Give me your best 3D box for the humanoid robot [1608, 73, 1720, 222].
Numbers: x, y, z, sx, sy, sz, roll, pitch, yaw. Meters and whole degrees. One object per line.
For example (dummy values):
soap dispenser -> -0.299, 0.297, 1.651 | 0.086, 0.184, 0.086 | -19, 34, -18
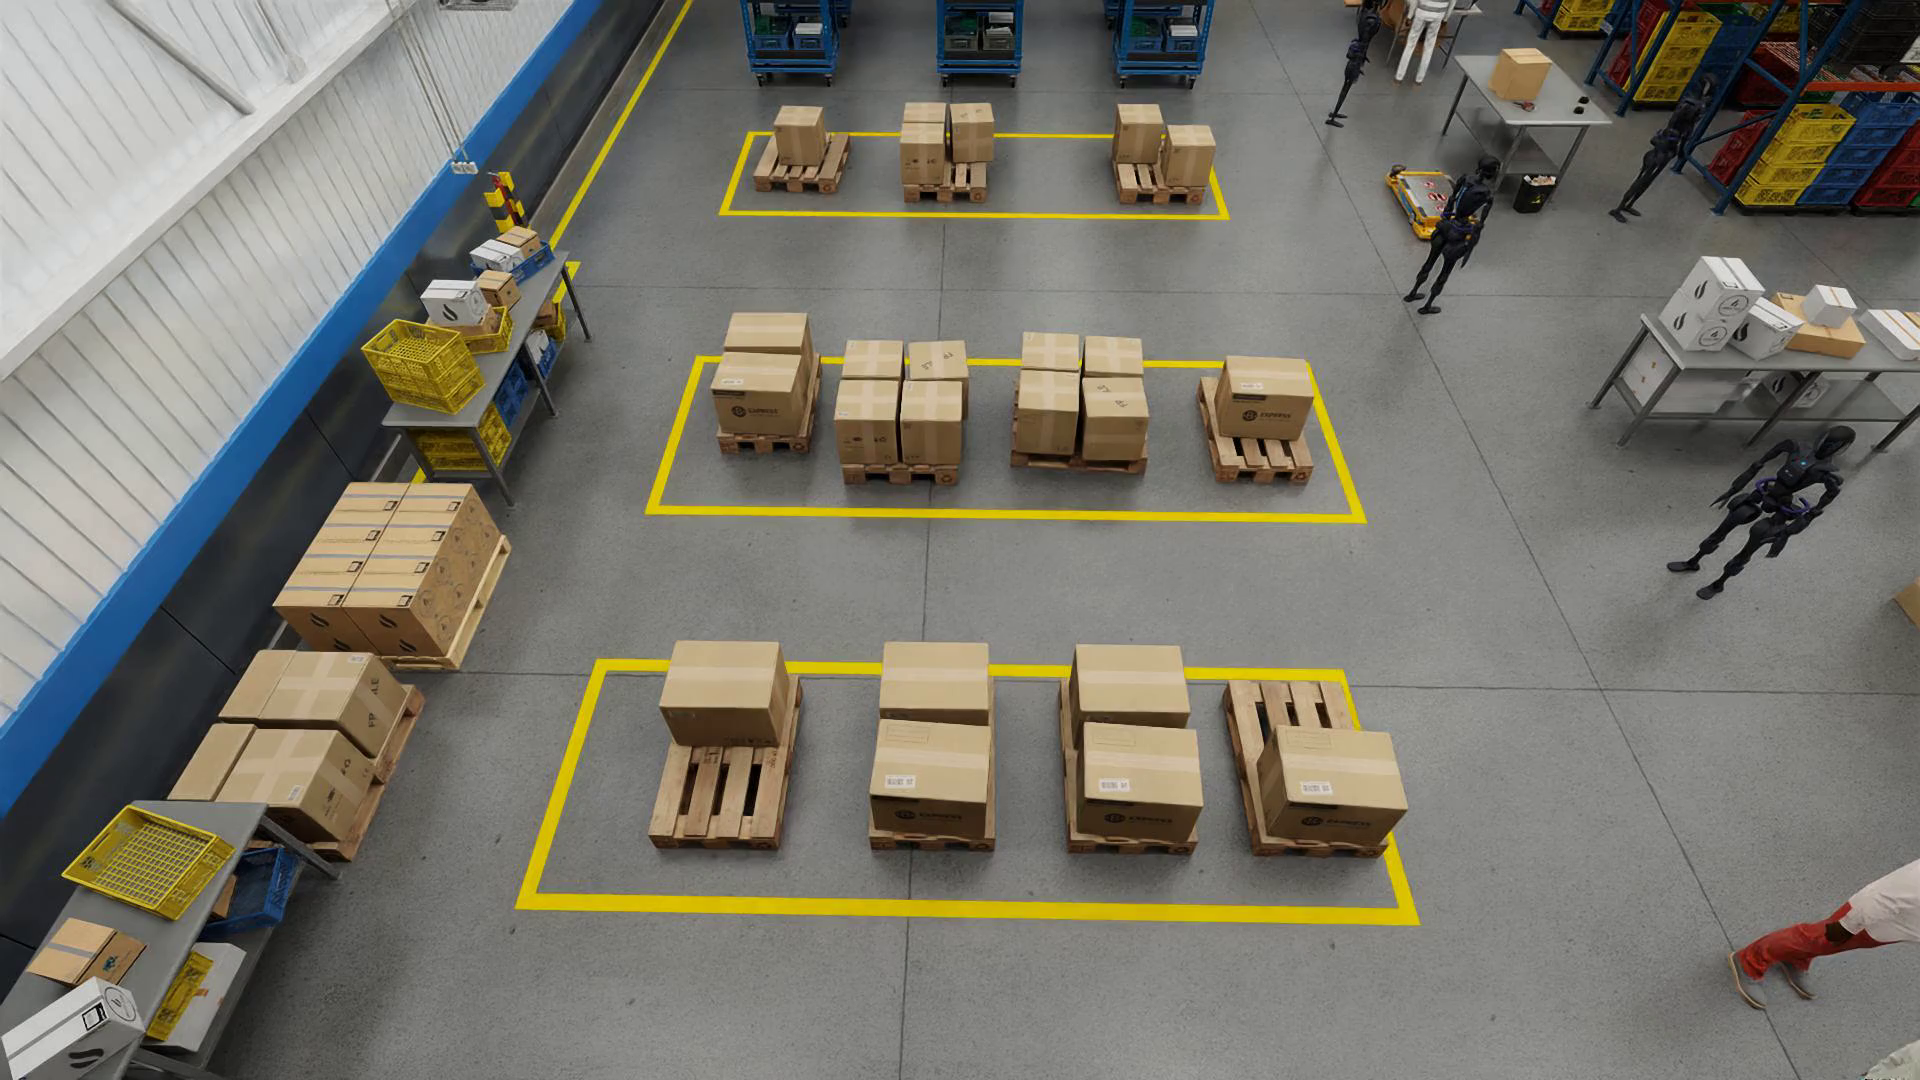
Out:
humanoid robot -> 8.071, -4.469, 10.461 | 0.612, 1.657, 0.317 | -22, 53, -18

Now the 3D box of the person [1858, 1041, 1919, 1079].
person -> 4.376, 2.669, 4.273 | 0.703, 1.695, 0.536 | 3, 49, 3

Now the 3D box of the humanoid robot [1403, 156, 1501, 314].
humanoid robot -> 5.001, -3.084, 9.270 | 0.326, 1.652, 0.555 | -13, 50, -11

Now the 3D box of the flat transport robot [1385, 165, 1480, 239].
flat transport robot -> 5.692, -4.094, 11.059 | 0.652, 0.197, 1.431 | 1, 49, 1

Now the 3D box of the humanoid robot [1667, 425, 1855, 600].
humanoid robot -> 5.928, -0.206, 6.768 | 0.327, 1.660, 0.589 | -13, 50, -11

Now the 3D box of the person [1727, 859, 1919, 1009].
person -> 4.817, 1.956, 4.701 | 0.622, 1.989, 0.398 | -6, 49, -5

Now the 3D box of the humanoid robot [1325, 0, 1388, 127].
humanoid robot -> 5.254, -6.352, 12.098 | 0.328, 1.652, 0.573 | 18, 52, 15

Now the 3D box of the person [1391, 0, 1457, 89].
person -> 6.563, -7.336, 12.821 | 0.573, 1.876, 0.339 | 12, 50, 10
